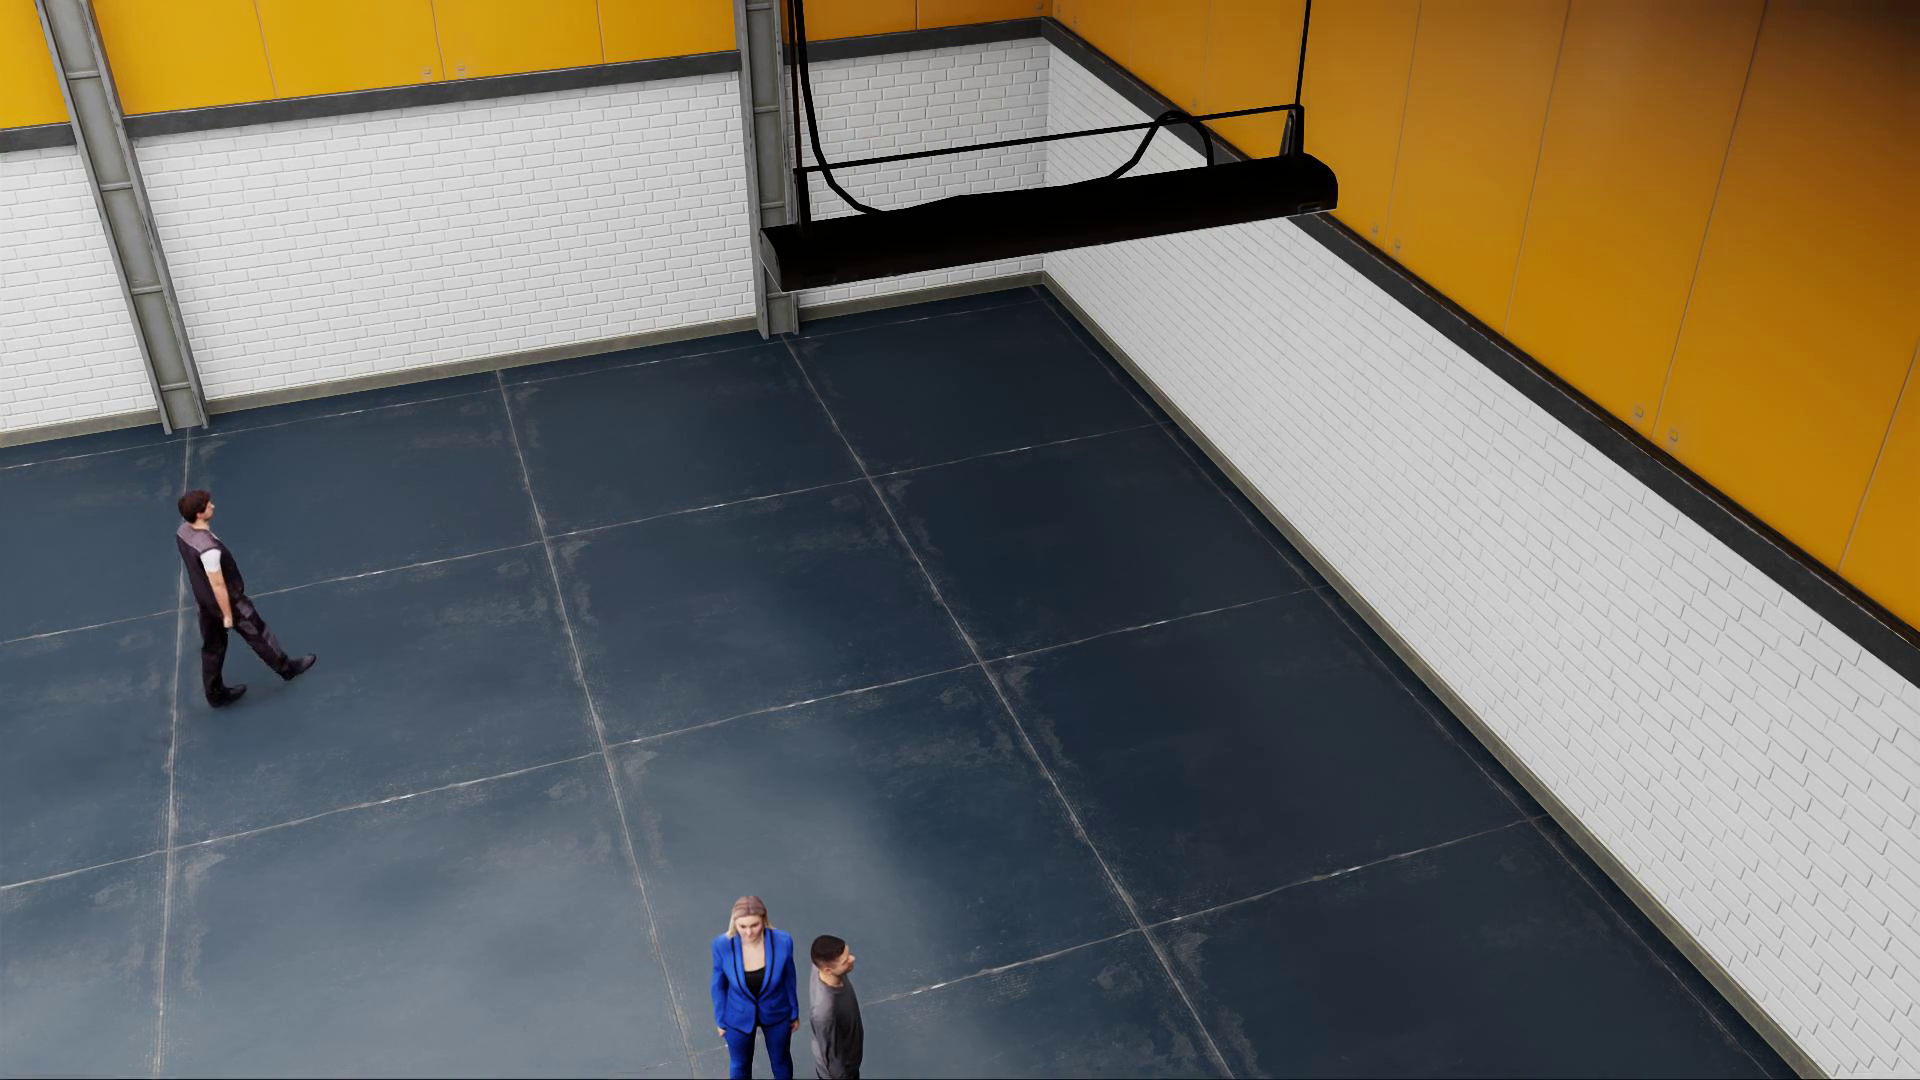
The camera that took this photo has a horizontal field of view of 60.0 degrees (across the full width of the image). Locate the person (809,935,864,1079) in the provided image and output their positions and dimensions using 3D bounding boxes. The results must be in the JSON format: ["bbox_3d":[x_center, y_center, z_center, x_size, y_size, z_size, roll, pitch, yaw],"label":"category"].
[{"bbox_3d":[-0.662,2.770,8.915,0.615,1.761,0.665,-4,34,-6],"label":"person"}]

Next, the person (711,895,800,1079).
[{"bbox_3d":[-1.122,2.611,9.209,0.537,1.700,0.713,-5,34,-8],"label":"person"}]

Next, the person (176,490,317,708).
[{"bbox_3d":[-5.575,0.479,12.310,0.968,1.819,1.152,25,41,33],"label":"person"}]
